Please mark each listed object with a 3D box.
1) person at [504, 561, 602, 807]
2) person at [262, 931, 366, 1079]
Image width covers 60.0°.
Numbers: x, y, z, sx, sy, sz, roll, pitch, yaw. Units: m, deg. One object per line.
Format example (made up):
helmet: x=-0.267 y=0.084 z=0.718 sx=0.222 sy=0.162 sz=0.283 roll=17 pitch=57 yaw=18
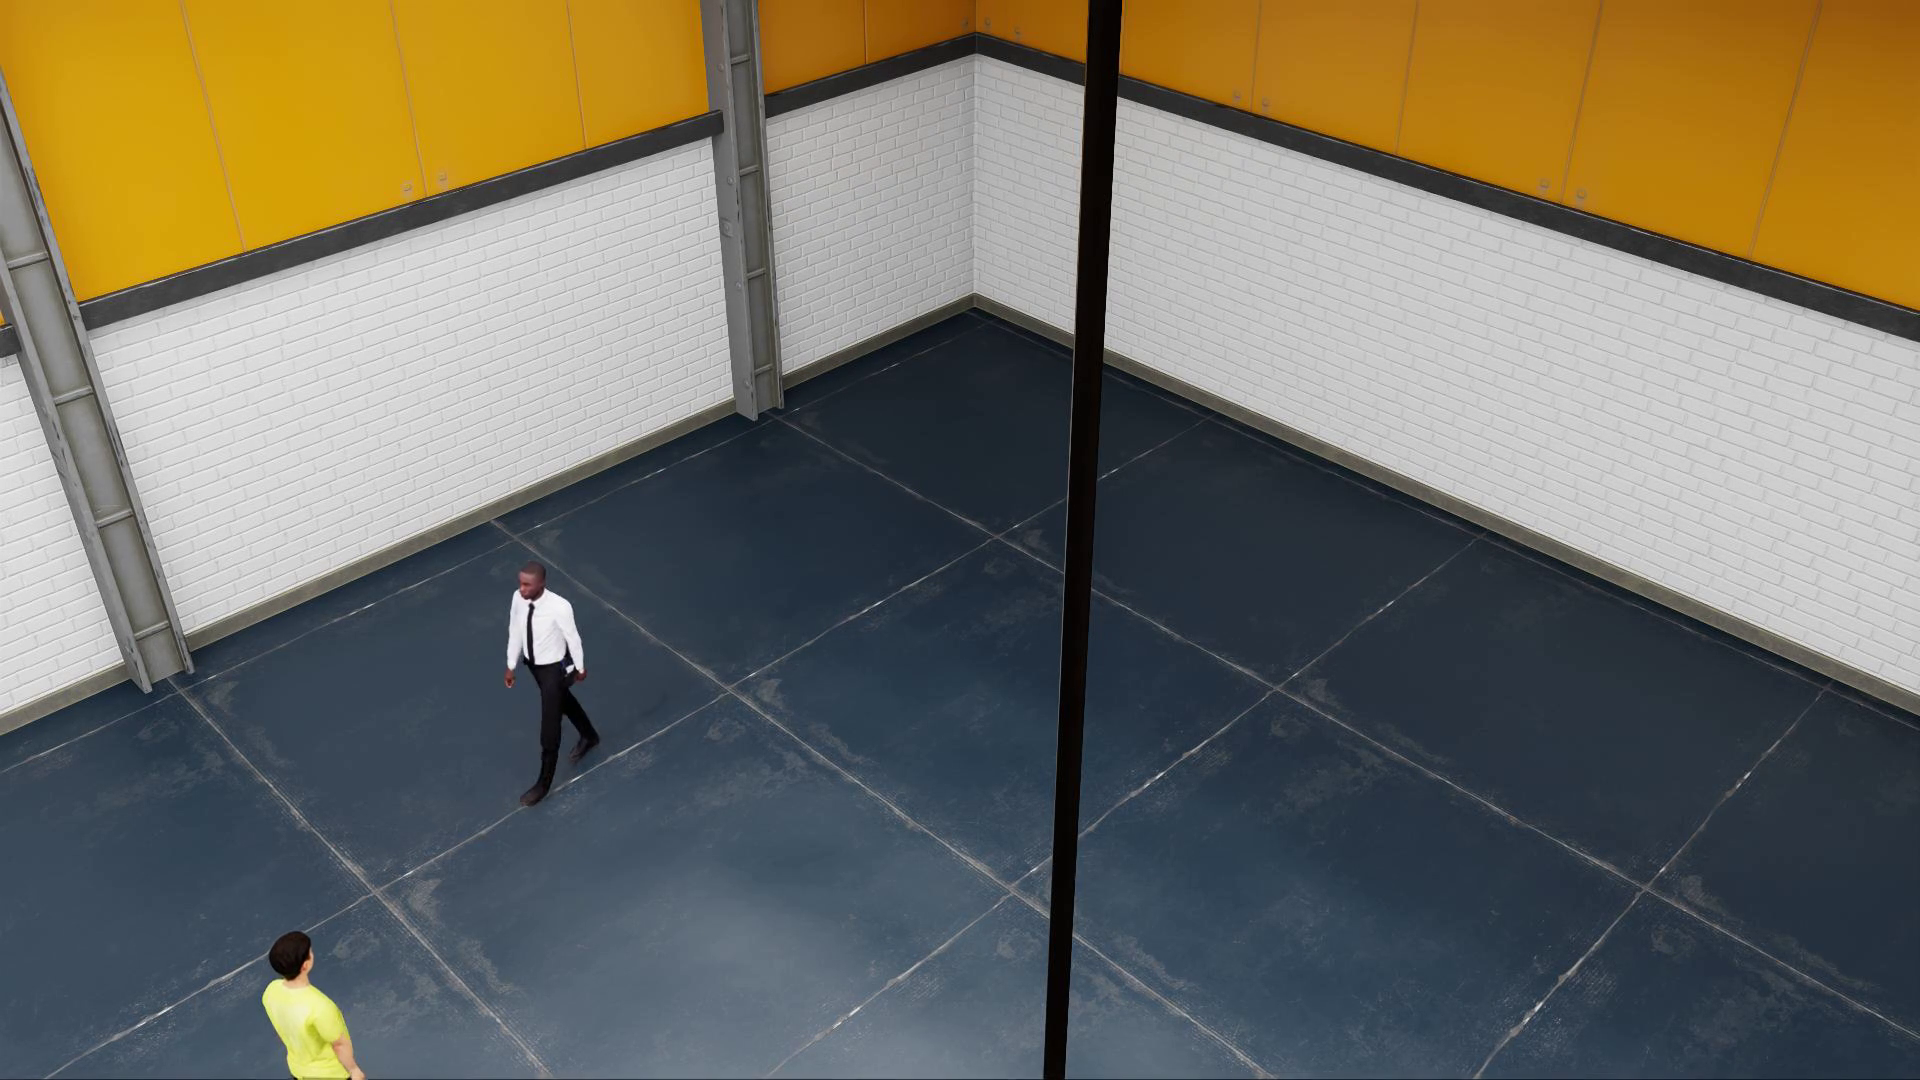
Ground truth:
person: x=-2.799 y=0.858 z=11.640 sx=0.815 sy=1.801 sz=1.181 roll=20 pitch=39 yaw=27
person: x=-3.407 y=2.768 z=8.848 sx=0.697 sy=1.710 sz=0.657 roll=15 pitch=36 yaw=21
